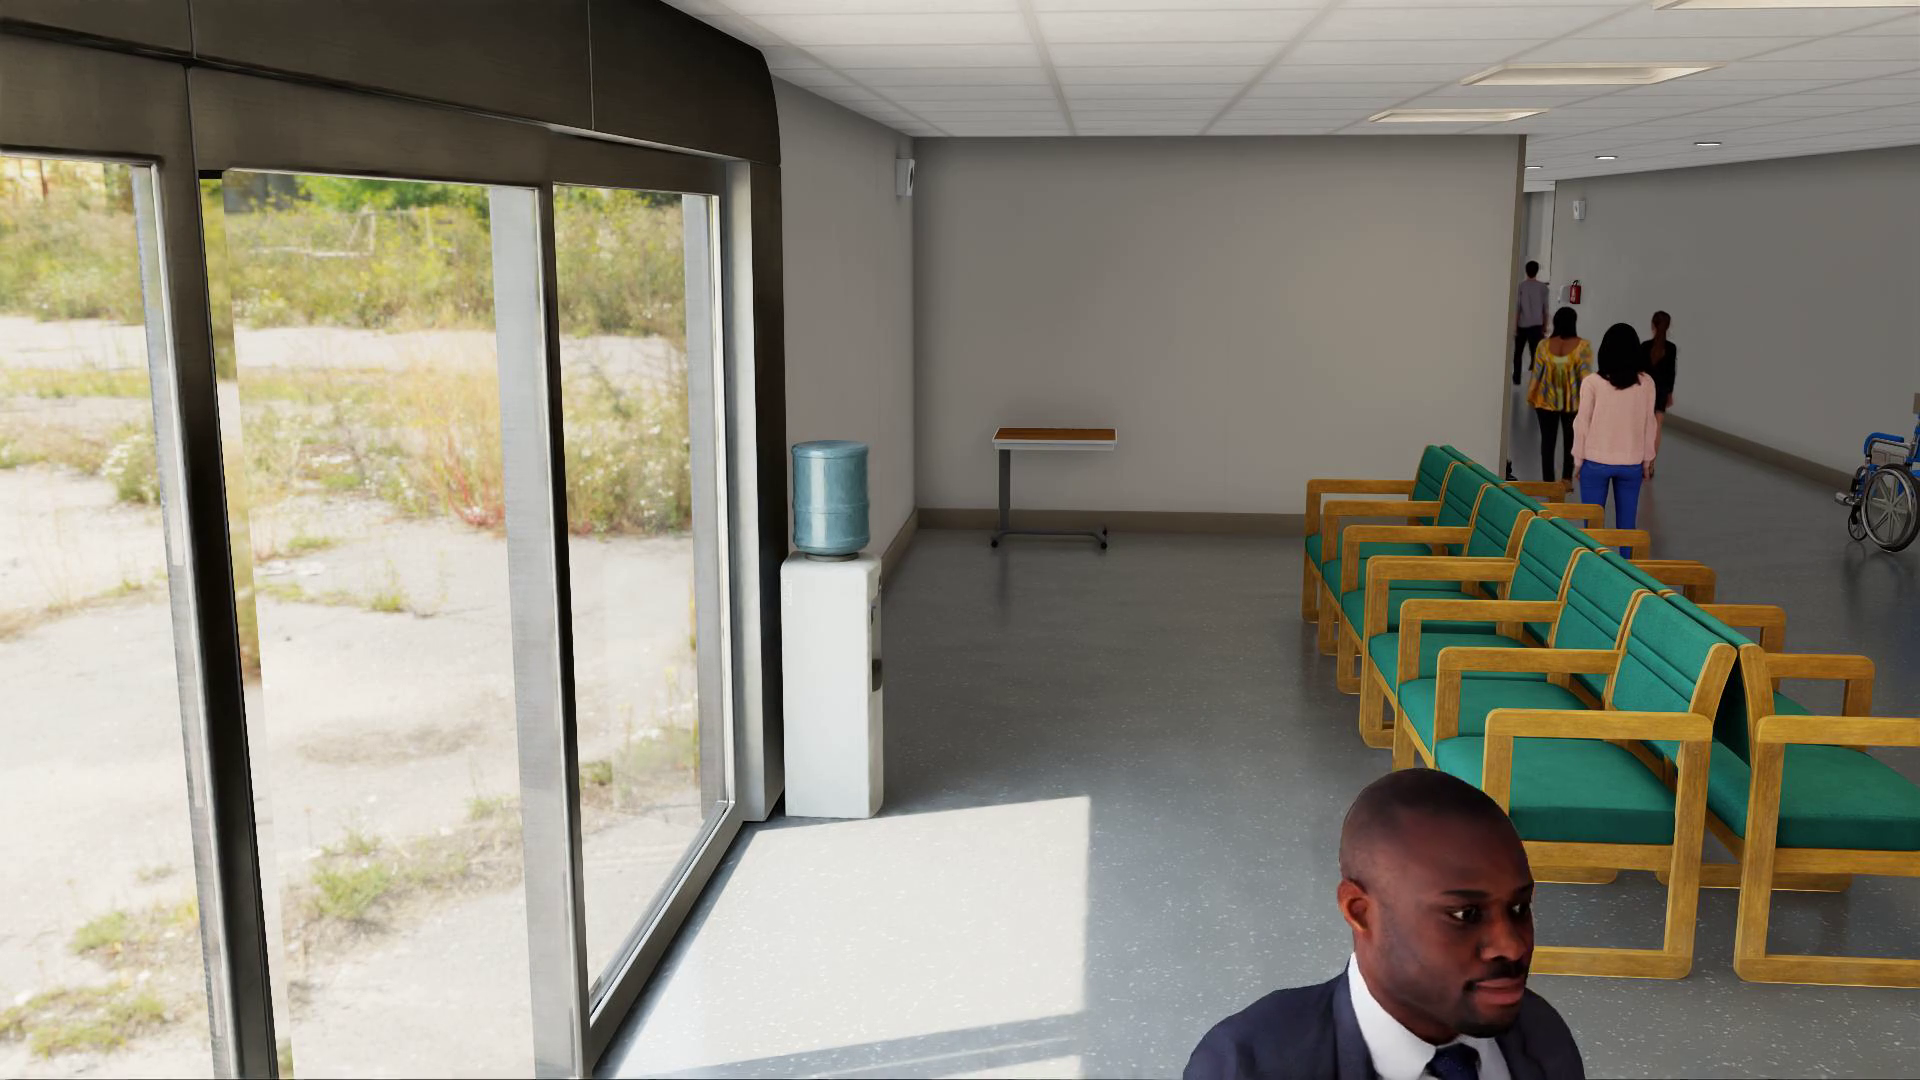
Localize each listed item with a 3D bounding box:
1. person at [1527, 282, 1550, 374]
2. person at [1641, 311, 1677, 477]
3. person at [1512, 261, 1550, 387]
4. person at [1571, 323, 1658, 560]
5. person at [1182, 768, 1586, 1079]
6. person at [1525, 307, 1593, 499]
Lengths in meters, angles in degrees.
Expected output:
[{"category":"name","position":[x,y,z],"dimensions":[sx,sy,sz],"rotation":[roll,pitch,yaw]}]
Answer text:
[{"category":"person","position":[9.289,-3.333,26.292],"dimensions":[1.102,1.429,1.016],"rotation":[-7,13,-33]},{"category":"person","position":[6.522,-1.368,15.630],"dimensions":[0.555,1.544,0.632],"rotation":[2,11,8]},{"category":"person","position":[8.100,-3.006,23.580],"dimensions":[1.137,1.796,0.768],"rotation":[1,11,7]},{"category":"person","position":[3.959,-0.434,10.102],"dimensions":[0.503,1.768,0.723],"rotation":[2,11,10]},{"category":"person","position":[0.407,1.119,1.882],"dimensions":[1.259,1.783,1.071],"rotation":[-3,11,-18]},{"category":"person","position":[5.146,-1.127,14.305],"dimensions":[0.788,1.563,0.874],"rotation":[4,12,22]}]
